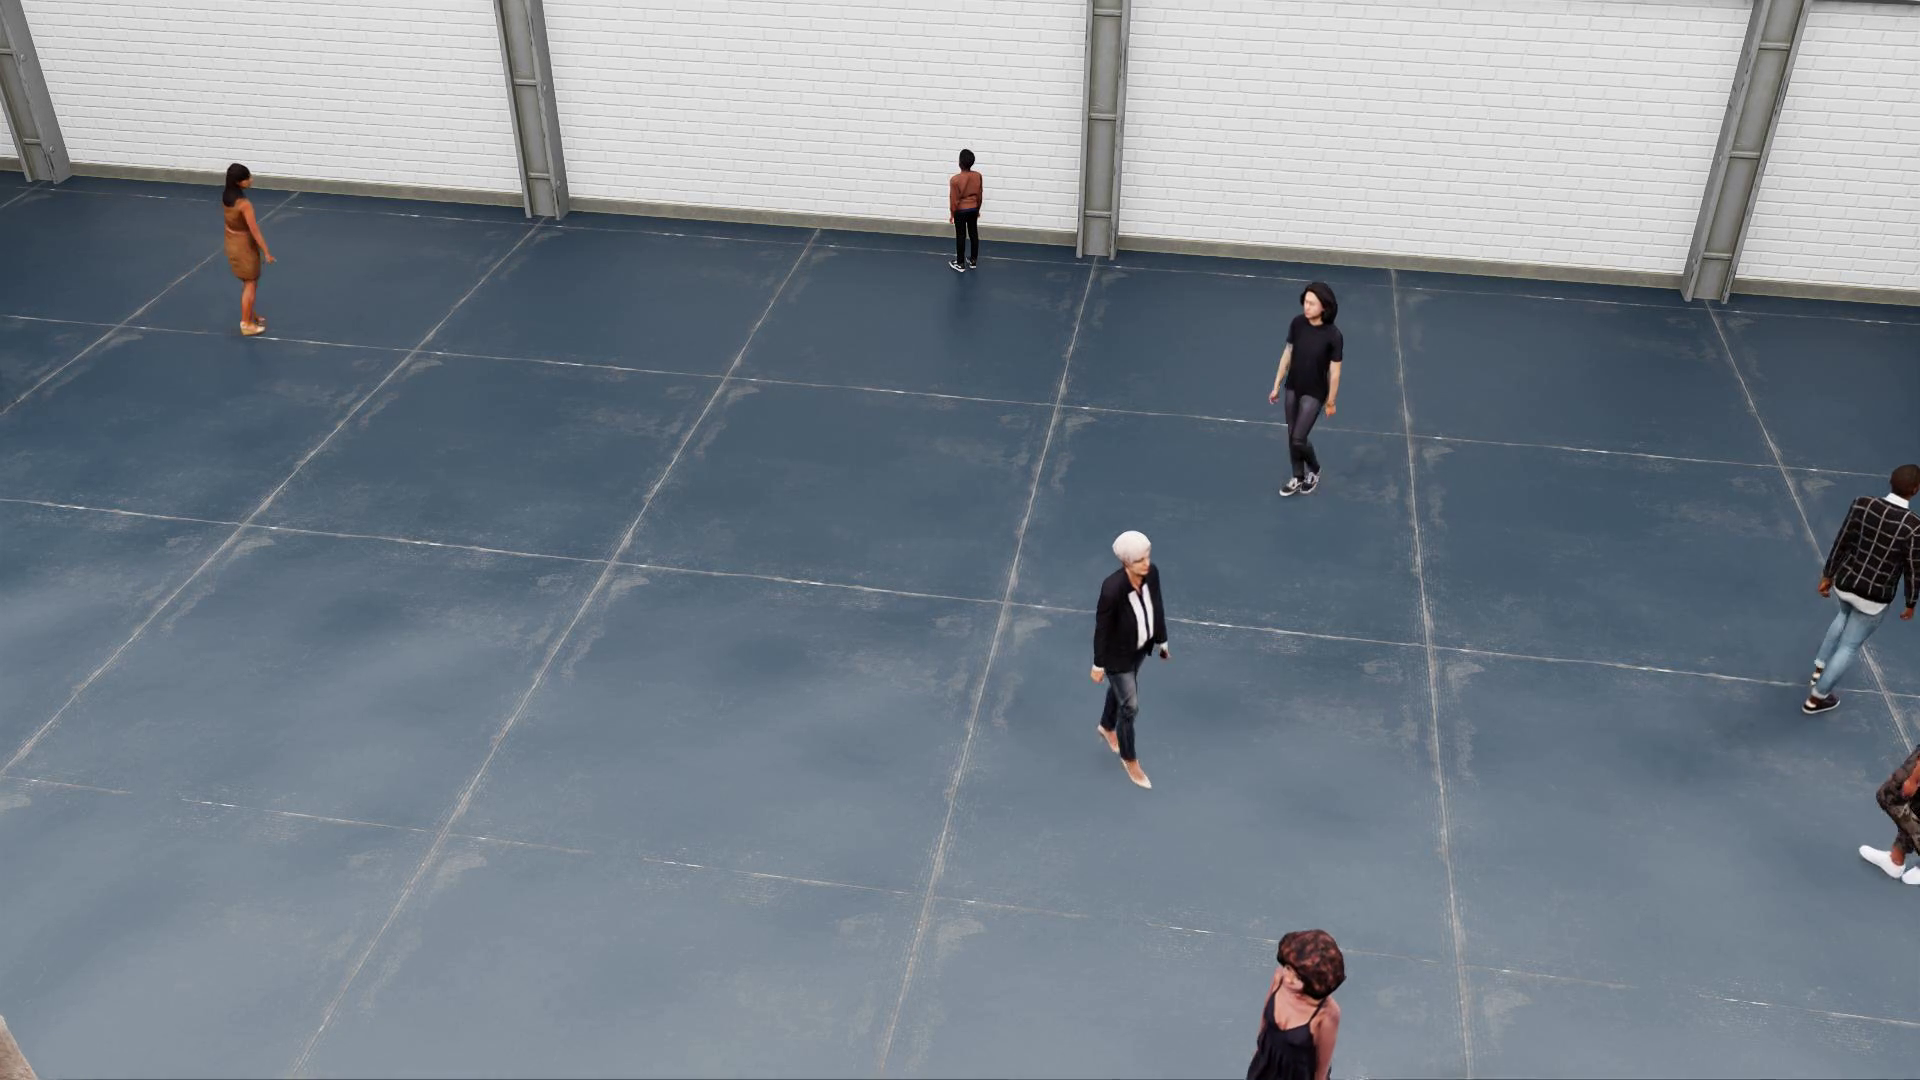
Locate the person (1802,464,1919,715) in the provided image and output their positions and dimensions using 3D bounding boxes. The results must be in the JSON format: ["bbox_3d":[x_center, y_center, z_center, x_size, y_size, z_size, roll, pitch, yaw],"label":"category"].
[{"bbox_3d":[5.703,0.357,10.605,0.943,1.800,0.884,-16,37,-23],"label":"person"}]

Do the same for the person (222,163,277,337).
[{"bbox_3d":[-6.602,-2.630,15.229,0.713,1.654,0.790,20,39,28],"label":"person"}]

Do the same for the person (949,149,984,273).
[{"bbox_3d":[0.059,-3.298,16.595,0.580,1.255,0.656,-17,37,-24],"label":"person"}]

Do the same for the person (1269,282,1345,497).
[{"bbox_3d":[2.743,-1.186,12.907,0.848,1.821,0.785,-23,40,-31],"label":"person"}]

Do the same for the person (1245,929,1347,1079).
[{"bbox_3d":[1.558,2.383,7.575,0.853,1.779,0.802,-24,40,-31],"label":"person"}]

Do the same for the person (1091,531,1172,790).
[{"bbox_3d":[0.949,0.600,10.098,0.985,1.772,0.969,-27,42,-34],"label":"person"}]
